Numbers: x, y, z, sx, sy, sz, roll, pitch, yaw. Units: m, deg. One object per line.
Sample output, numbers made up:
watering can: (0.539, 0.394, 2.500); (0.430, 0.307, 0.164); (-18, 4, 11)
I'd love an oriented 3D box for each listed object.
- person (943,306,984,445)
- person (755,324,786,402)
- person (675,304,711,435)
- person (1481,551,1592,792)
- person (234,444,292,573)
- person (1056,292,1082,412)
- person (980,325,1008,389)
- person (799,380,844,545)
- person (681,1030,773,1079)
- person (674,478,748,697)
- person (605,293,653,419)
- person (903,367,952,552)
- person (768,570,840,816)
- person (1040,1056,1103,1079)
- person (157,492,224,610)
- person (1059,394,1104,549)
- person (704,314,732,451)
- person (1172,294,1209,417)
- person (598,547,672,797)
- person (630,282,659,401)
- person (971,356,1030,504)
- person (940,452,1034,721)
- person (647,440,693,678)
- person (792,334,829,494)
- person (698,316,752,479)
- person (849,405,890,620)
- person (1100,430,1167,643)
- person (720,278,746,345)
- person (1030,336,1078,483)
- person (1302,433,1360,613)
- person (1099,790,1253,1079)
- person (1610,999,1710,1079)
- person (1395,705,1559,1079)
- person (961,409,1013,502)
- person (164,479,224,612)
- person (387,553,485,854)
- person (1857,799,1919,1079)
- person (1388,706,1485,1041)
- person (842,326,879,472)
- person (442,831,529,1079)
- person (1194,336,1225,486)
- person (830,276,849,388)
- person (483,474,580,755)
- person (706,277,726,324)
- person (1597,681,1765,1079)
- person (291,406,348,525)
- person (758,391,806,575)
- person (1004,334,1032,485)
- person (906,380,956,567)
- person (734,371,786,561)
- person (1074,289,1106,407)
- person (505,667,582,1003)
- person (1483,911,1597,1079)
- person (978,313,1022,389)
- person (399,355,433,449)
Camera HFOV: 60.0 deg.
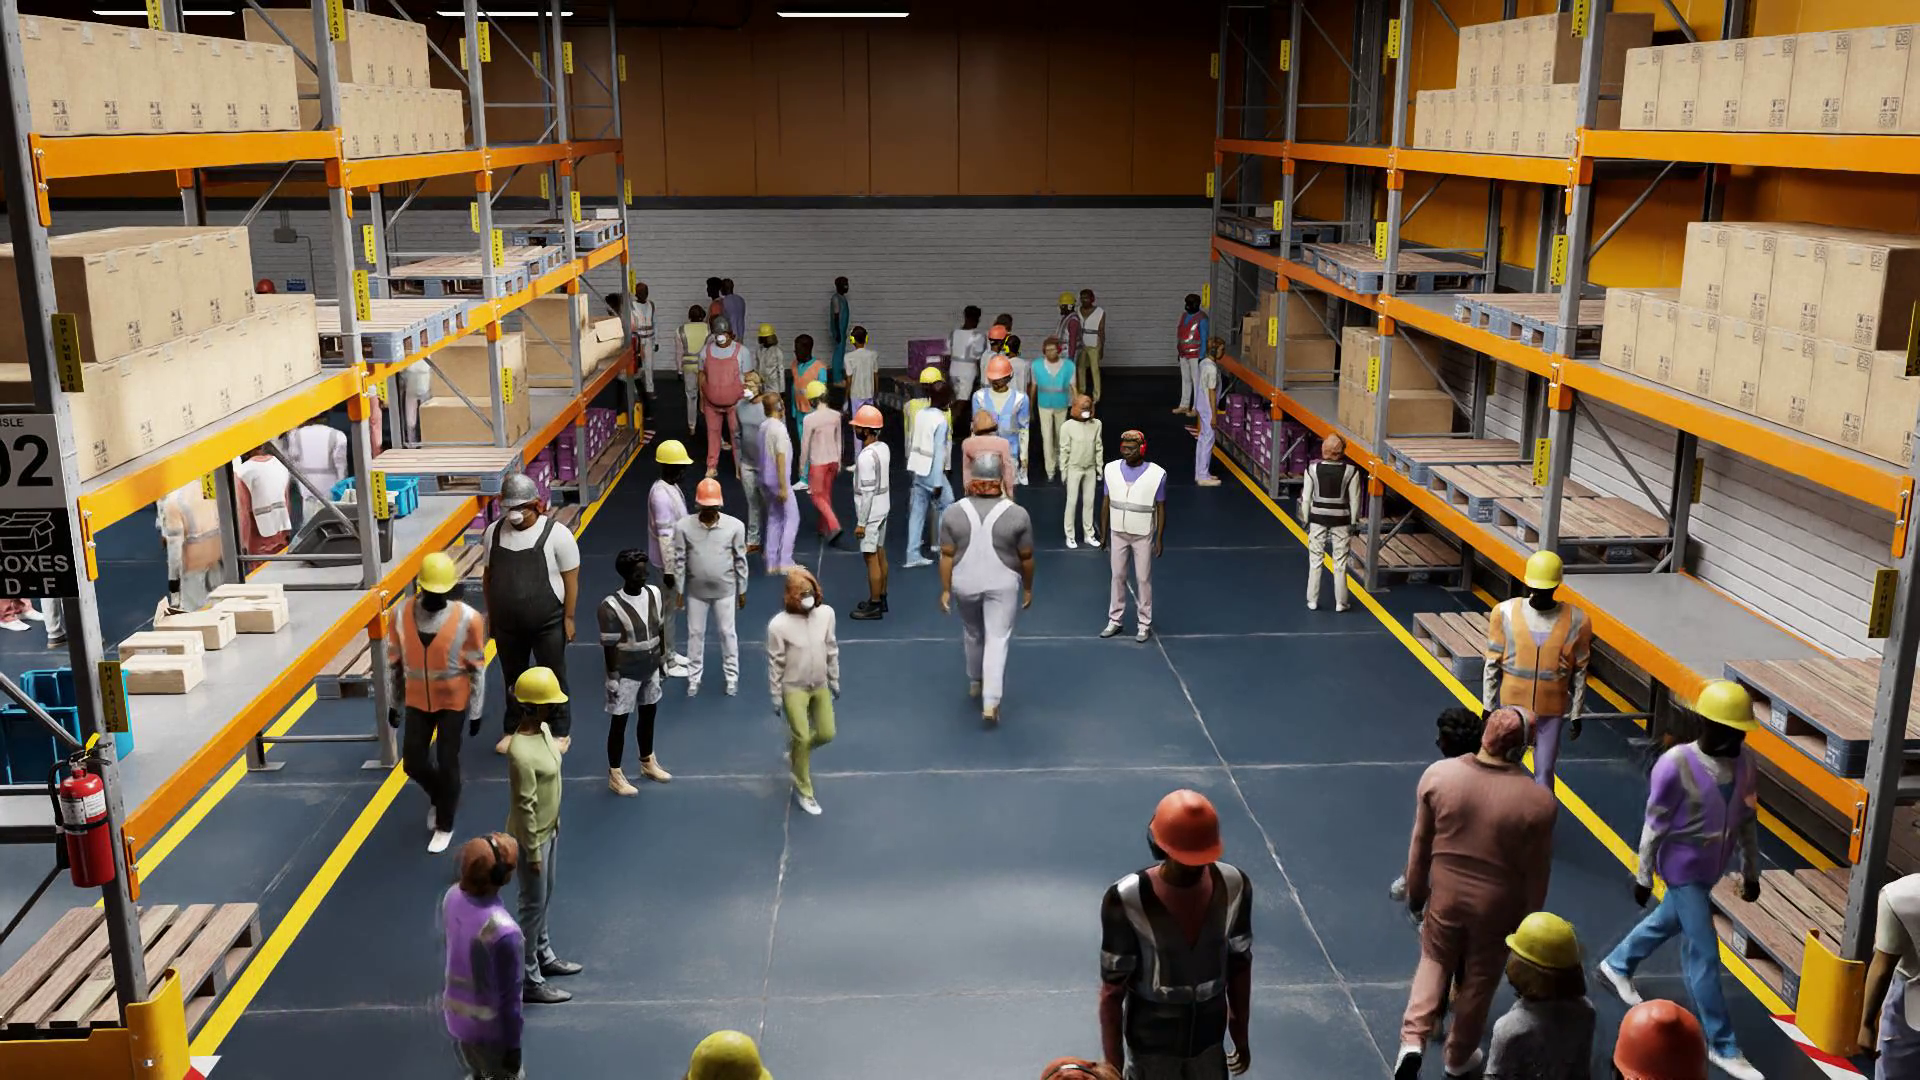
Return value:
person: (0.061, -2.275, 22.935); (0.948, 1.912, 0.600); (-14, 20, -43)
person: (-2.566, -2.049, 22.380); (0.498, 1.731, 0.342); (11, 18, 37)
person: (-3.709, -2.410, 23.578); (0.622, 1.845, 0.430); (-2, 14, -7)
person: (3.466, 0.991, 10.059); (0.594, 1.922, 0.381); (5, 15, 18)
person: (-5.925, -0.053, 14.199); (0.410, 1.909, 0.593); (5, 15, 18)
person: (1.655, -2.868, 25.419); (0.403, 1.824, 0.591); (-1, 14, -5)
person: (0.446, -1.701, 20.625); (0.386, 1.929, 0.543); (-6, 15, -21)
person: (-1.425, -0.813, 17.528); (0.624, 1.751, 0.536); (12, 19, 39)
person: (-0.720, 2.322, 5.212); (0.322, 1.737, 0.484); (5, 15, 18)
person: (-1.924, 0.368, 12.870); (0.572, 1.743, 0.349); (0, 14, -2)
person: (-4.972, -2.680, 24.534); (0.845, 1.906, 0.639); (-4, 15, -15)
person: (-0.319, -0.836, 17.260); (0.583, 1.918, 0.407); (9, 17, 33)
person: (-1.029, 0.958, 10.796); (0.516, 1.616, 0.463); (-11, 18, -36)
person: (0.308, 2.364, 4.769); (0.576, 1.880, 0.351); (1, 14, 4)
person: (-6.606, -0.098, 14.351); (0.590, 1.917, 0.396); (1, 14, 4)
person: (1.266, -0.719, 17.376); (0.509, 1.624, 0.285); (-7, 16, -25)
person: (-3.285, -2.131, 22.487); (0.345, 1.841, 0.506); (-5, 15, -19)
person: (3.478, -2.785, 25.049); (0.429, 1.845, 0.621); (-8, 16, -28)
person: (-2.160, 0.859, 11.051); (0.322, 1.691, 0.533); (10, 18, 35)
person: (-5.048, -3.147, 26.410); (0.576, 1.876, 0.354); (-11, 18, -38)
person: (0.416, -0.903, 17.277); (0.609, 2.035, 0.404); (2, 14, 8)
person: (0.204, 0.308, 12.508); (0.694, 2.000, 1.010); (3, 15, 11)
person: (-2.314, 0.139, 13.399); (0.387, 1.926, 0.591); (-1, 14, -4)
person: (-1.793, -1.511, 19.900); (0.396, 1.917, 0.590); (-13, 19, -42)
person: (-2.925, -1.763, 20.641); (0.683, 2.000, 0.538); (0, 14, 2)
person: (-0.810, -0.247, 14.884); (0.347, 1.943, 0.545); (3, 15, 13)
person: (1.486, -0.045, 14.283); (0.570, 1.843, 0.372); (7, 16, 25)
person: (-3.656, -3.212, 26.556); (0.374, 1.933, 0.625); (8, 17, 30)
person: (1.169, -1.668, 20.749); (0.600, 1.808, 0.903); (0, 14, 0)
person: (3.357, -0.147, 15.099); (0.514, 1.639, 0.314); (5, 15, 20)
person: (0.829, 1.891, 6.329); (0.611, 2.030, 0.410); (-4, 15, -15)
person: (1.953, 2.262, 4.836); (0.609, 2.043, 0.397); (3, 15, 13)
person: (2.335, 1.658, 7.549); (0.644, 1.878, 0.614); (10, 17, 34)
person: (0.265, -0.489, 16.493); (0.525, 1.607, 0.381); (2, 14, 8)
person: (-6.135, 0.155, 13.442); (0.358, 1.889, 0.758); (2, 14, 8)
person: (-3.192, 0.979, 10.147); (0.632, 1.902, 0.470); (1, 14, 3)
person: (3.873, 1.910, 6.638); (0.561, 1.836, 0.391); (-1, 14, -5)
person: (2.372, 1.616, 8.074); (0.549, 1.693, 0.384); (-14, 20, -43)
person: (-1.259, -1.780, 21.062); (0.520, 1.865, 0.328); (-9, 17, -31)
person: (-1.974, 1.979, 6.755); (0.545, 1.626, 0.449); (14, 20, 43)
person: (3.044, -1.568, 20.291); (0.349, 1.836, 0.517); (-2, 14, -6)
person: (-1.989, -3.468, 27.724); (0.325, 1.843, 0.516); (2, 14, 6)
person: (-3.029, 0.529, 11.641); (0.688, 2.000, 0.536); (2, 14, 9)
person: (-3.851, -3.188, 26.382); (0.368, 1.966, 0.602); (1, 14, 3)
person: (3.525, 1.540, 8.026); (0.602, 1.877, 1.027); (-7, 16, -27)
person: (-6.108, -0.483, 15.929); (0.565, 1.888, 0.998); (0, 14, -1)
person: (-1.800, -0.549, 16.359); (0.416, 1.793, 0.598); (-10, 17, -33)
person: (0.641, -1.575, 20.261); (0.505, 1.864, 0.333); (-9, 17, -31)
person: (-0.208, -0.661, 16.628); (0.780, 1.889, 0.620); (-8, 17, -30)
person: (-2.031, -0.758, 16.896); (0.629, 1.940, 0.376); (10, 17, 35)
person: (1.992, -2.993, 25.891); (0.565, 1.832, 0.395); (7, 16, 27)
person: (-2.123, 1.487, 8.449); (0.340, 1.761, 0.527); (-1, 14, -3)
person: (2.070, 2.146, 5.966); (0.493, 1.707, 0.880); (-11, 18, -37)
person: (0.529, -2.229, 23.004); (0.646, 1.793, 0.993); (11, 18, 37)
person: (-7.006, -1.847, 21.562); (0.545, 1.729, 0.729); (-3, 15, -13)
